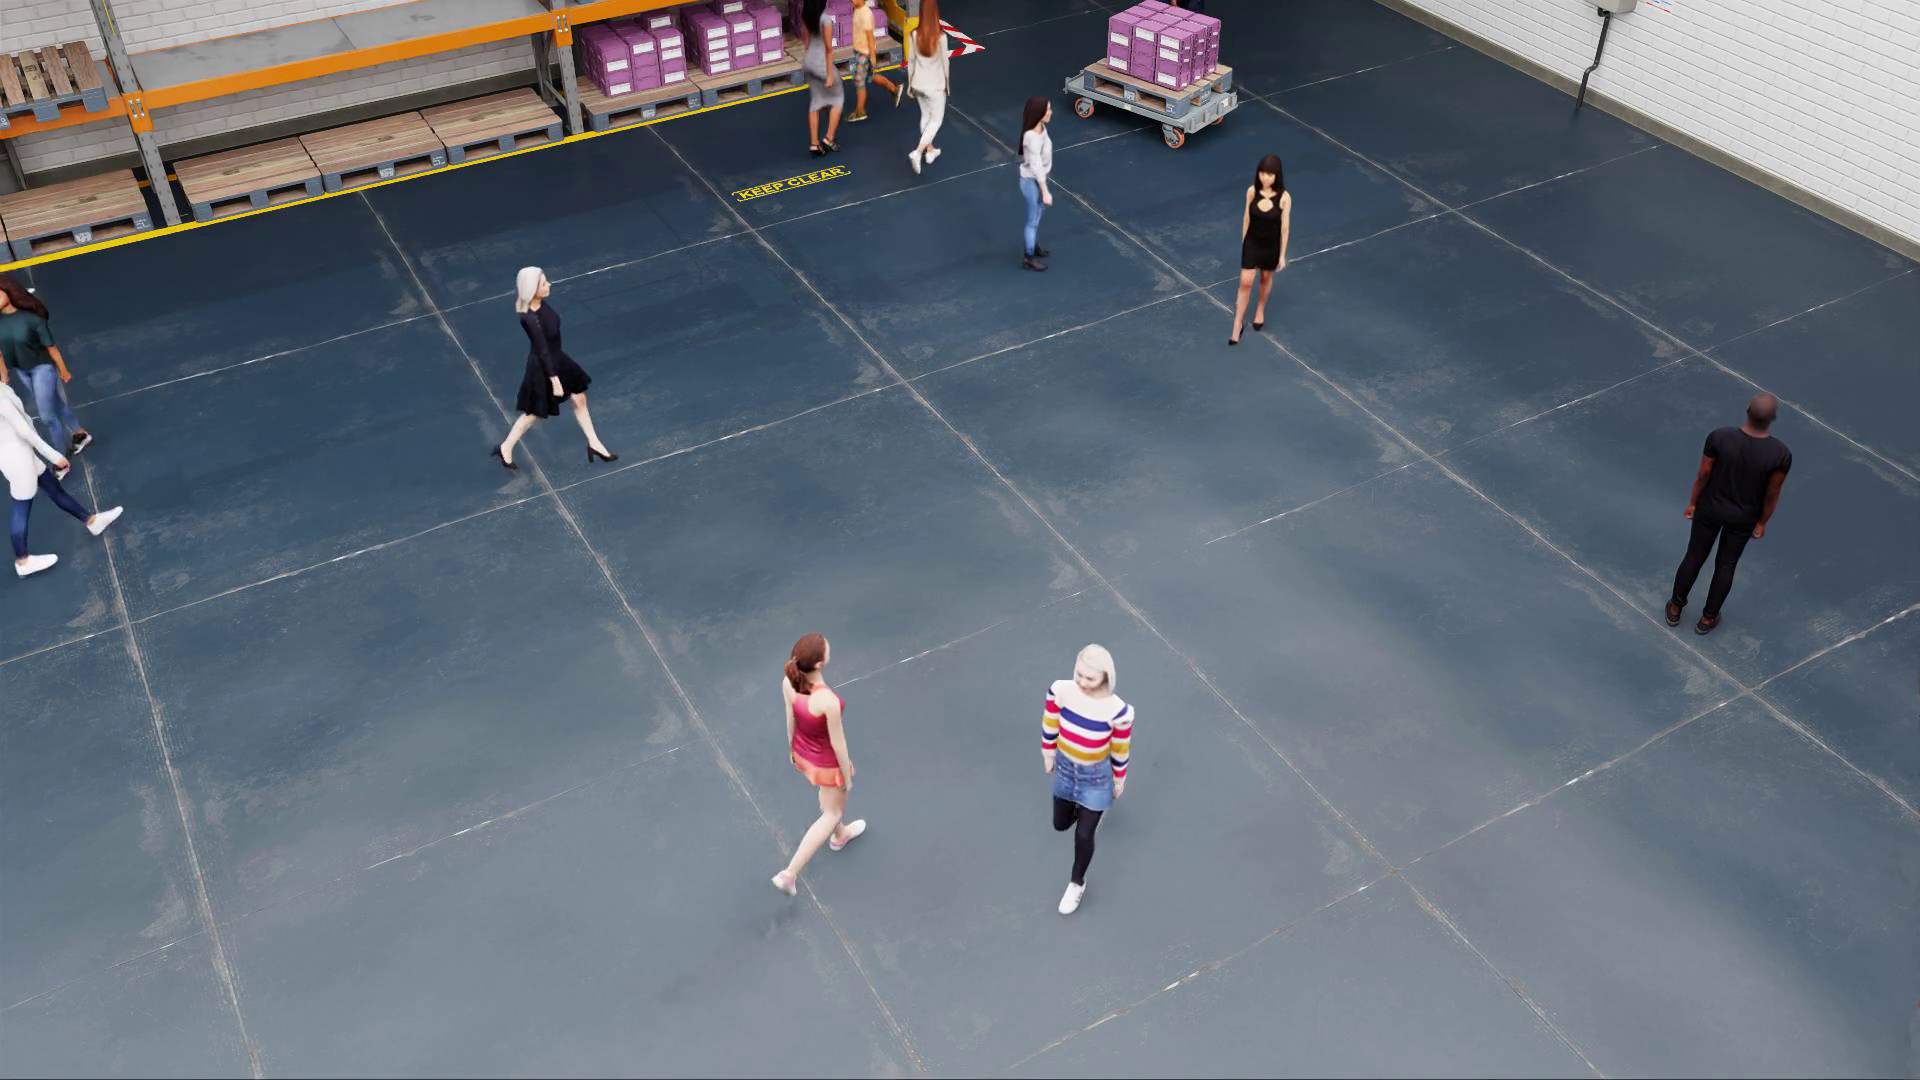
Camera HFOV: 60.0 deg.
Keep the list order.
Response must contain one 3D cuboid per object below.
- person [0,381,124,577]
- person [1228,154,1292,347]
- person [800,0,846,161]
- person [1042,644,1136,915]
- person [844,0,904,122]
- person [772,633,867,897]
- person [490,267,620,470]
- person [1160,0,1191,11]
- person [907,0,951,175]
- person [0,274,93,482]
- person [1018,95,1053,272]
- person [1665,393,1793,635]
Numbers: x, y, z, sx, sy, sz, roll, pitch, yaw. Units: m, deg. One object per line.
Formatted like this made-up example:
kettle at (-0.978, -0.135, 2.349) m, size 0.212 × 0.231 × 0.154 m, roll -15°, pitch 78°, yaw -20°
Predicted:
person at (-6.449, -0.490, 11.228) m, size 1.073 × 1.740 × 0.735 m, roll -28°, pitch 46°, yaw -30°
person at (2.540, -2.457, 13.782) m, size 0.865 × 1.625 × 0.964 m, roll 13°, pitch 41°, yaw 16°
person at (-1.429, -4.559, 16.305) m, size 0.710 × 1.761 × 0.740 m, roll 29°, pitch 47°, yaw 31°
person at (0.710, 1.217, 9.046) m, size 0.954 × 1.795 × 1.072 m, roll 17°, pitch 42°, yaw 20°
person at (-0.913, -5.054, 17.187) m, size 0.956 × 1.435 × 0.635 m, roll -14°, pitch 41°, yaw -17°
person at (-0.819, 1.235, 9.076) m, size 0.810 × 1.730 × 1.105 m, roll 26°, pitch 45°, yaw 29°
person at (-3.103, -1.186, 12.130) m, size 1.234 × 1.701 × 0.889 m, roll -5°, pitch 39°, yaw -6°
person at (2.439, -5.865, 17.961) m, size 0.841 × 1.736 × 0.853 m, roll 22°, pitch 44°, yaw 26°
person at (-0.338, -4.356, 16.117) m, size 0.869 × 1.679 × 1.027 m, roll 17°, pitch 42°, yaw 20°
person at (-6.828, -1.310, 12.371) m, size 0.916 × 1.594 × 0.960 m, roll 8°, pitch 39°, yaw 10°
person at (0.604, -3.133, 14.628) m, size 0.727 × 1.627 × 0.699 m, roll 4°, pitch 39°, yaw 5°
person at (4.959, -0.168, 10.760) m, size 0.748 × 1.820 × 0.734 m, roll 21°, pitch 43°, yaw 24°
